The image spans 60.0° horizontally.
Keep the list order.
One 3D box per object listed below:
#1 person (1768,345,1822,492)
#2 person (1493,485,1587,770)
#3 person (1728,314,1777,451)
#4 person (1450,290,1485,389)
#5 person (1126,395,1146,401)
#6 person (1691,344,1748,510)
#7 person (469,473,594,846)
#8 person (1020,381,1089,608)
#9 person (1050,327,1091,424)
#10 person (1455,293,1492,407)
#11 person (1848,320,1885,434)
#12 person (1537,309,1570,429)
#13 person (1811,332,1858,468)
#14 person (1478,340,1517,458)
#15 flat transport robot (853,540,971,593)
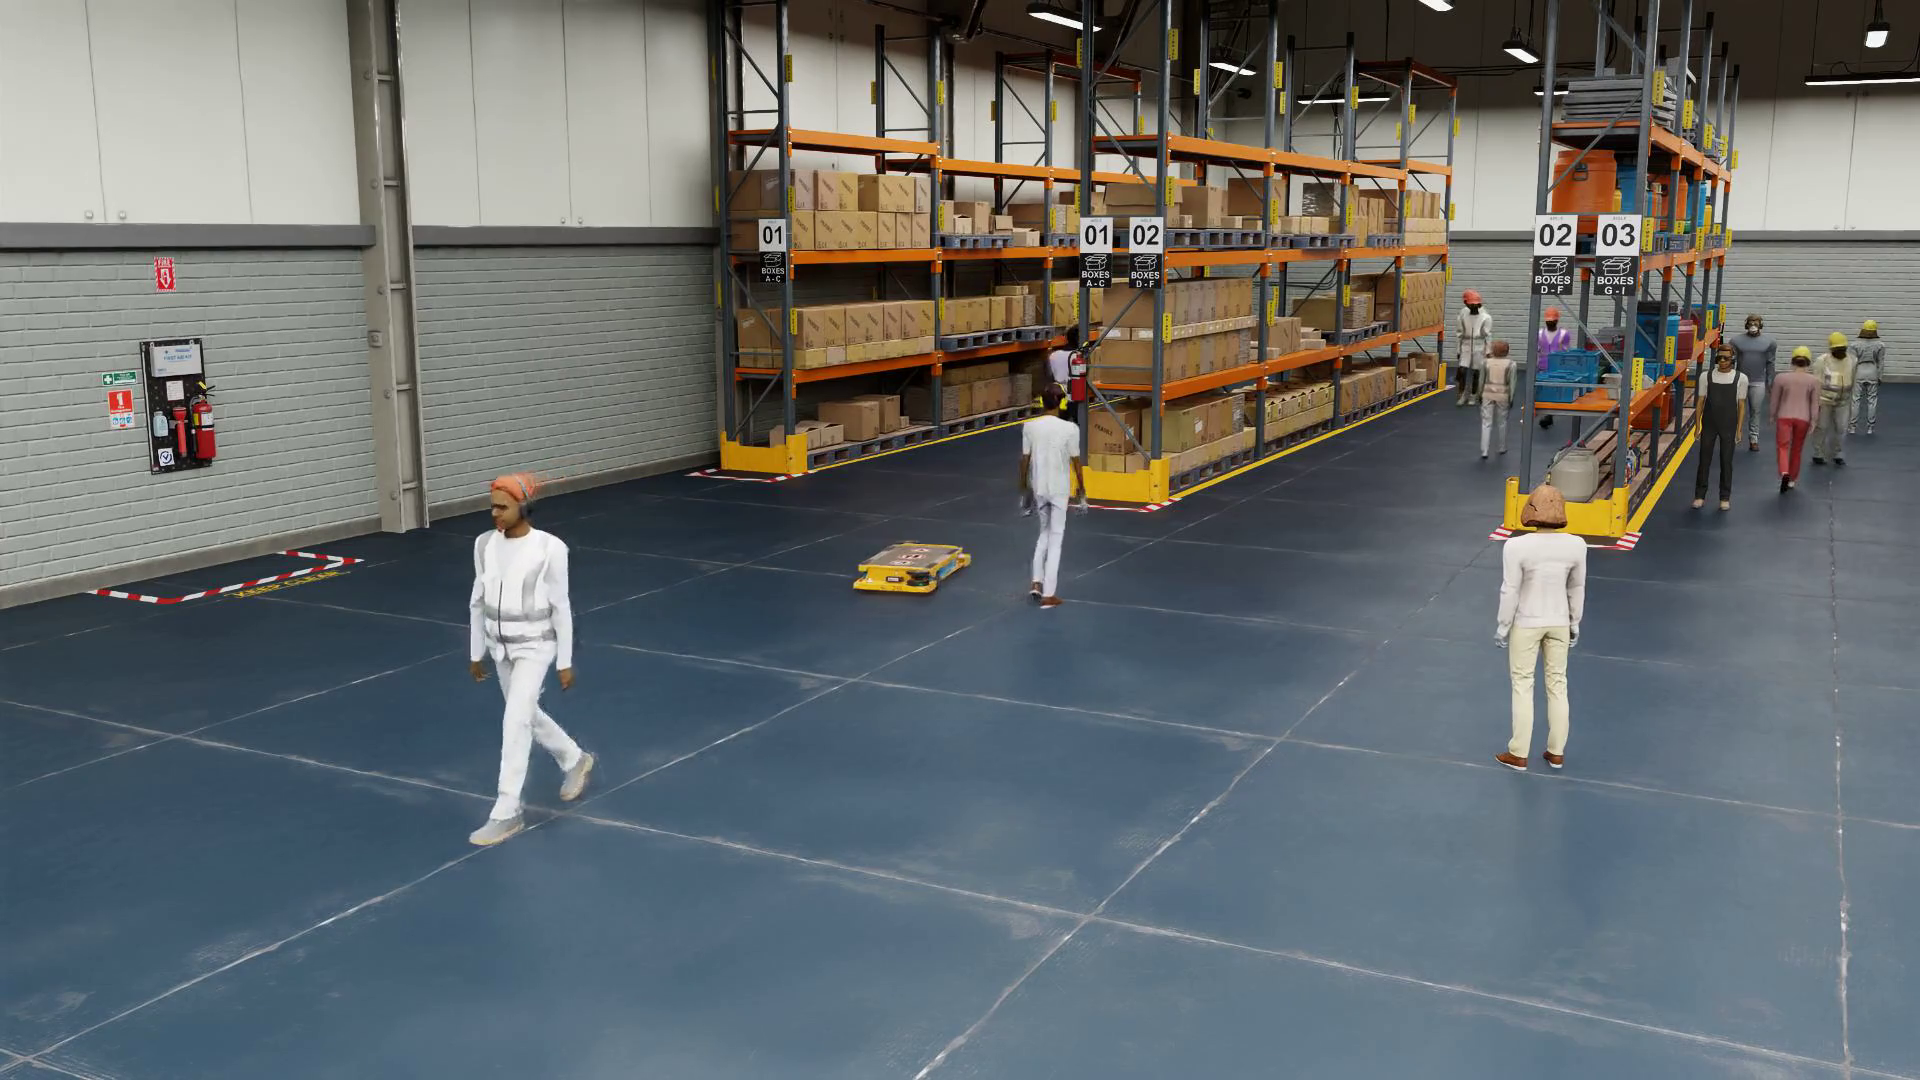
[{"bbox_3d":[9.911,-1.436,19.739,0.524,1.737,0.783,3,11,18],"label":"person"},{"bbox_3d":[3.294,0.501,9.468,0.509,1.632,0.267,-1,10,-8],"label":"person"},{"bbox_3d":[11.143,-2.222,23.483,0.636,1.938,0.358,4,11,21],"label":"person"},{"bbox_3d":[10.228,-4.017,33.249,0.719,1.926,1.017,-2,11,-10],"label":"person"},{"bbox_3d":[2.572,-2.058,22.930,0.604,1.813,0.436,4,11,22],"label":"person"},{"bbox_3d":[8.418,-1.251,18.444,0.506,1.846,0.345,5,12,26],"label":"person"},{"bbox_3d":[-2.229,0.557,8.590,0.587,1.851,0.935,6,12,28],"label":"person"},{"bbox_3d":[0.780,-0.371,13.648,0.526,1.850,0.514,6,12,29],"label":"person"},{"bbox_3d":[1.450,-1.775,21.211,0.616,1.875,0.949,6,12,31],"label":"person"},{"bbox_3d":[9.071,-3.347,29.432,0.622,2.012,0.831,5,11,24],"label":"person"},{"bbox_3d":[13.905,-2.503,25.550,0.485,1.744,0.295,4,11,20],"label":"person"},{"bbox_3d":[9.314,-2.715,26.328,0.570,1.879,1.008,6,12,32],"label":"person"},{"bbox_3d":[11.398,-1.822,21.709,0.612,1.785,0.724,0,10,3],"label":"person"},{"bbox_3d":[7.380,-1.935,22.857,0.530,1.594,0.875,5,12,27],"label":"person"},{"bbox_3d":[-0.404,0.224,14.695,0.652,0.197,1.431,3,11,15],"label":"flat transport robot"}]
